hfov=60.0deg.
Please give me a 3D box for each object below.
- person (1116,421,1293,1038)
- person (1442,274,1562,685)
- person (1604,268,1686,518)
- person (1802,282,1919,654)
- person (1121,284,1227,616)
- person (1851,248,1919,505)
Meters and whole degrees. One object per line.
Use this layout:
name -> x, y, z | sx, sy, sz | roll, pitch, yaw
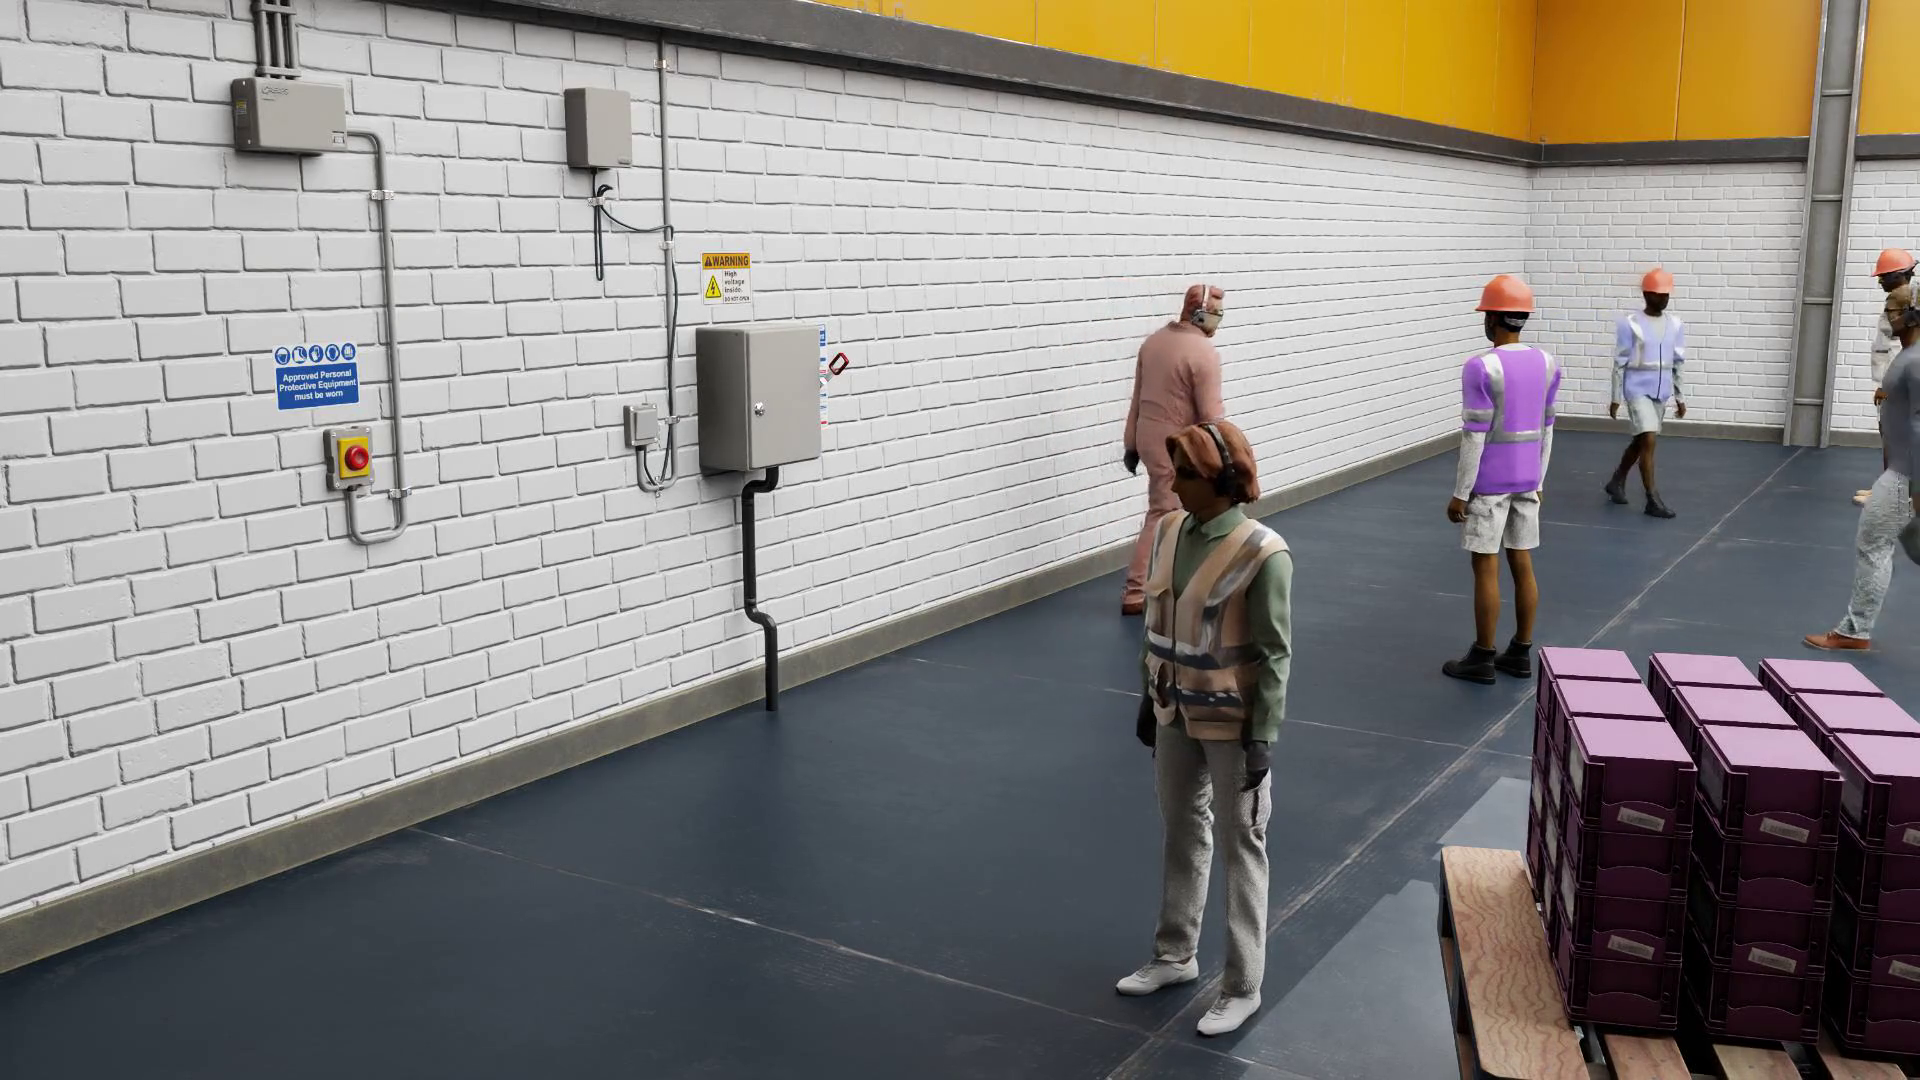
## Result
person -> 0.664, 0.494, 4.449 | 0.312, 1.638, 0.512 | -7, 12, -34
person -> 2.555, -0.281, 7.905 | 0.542, 1.939, 0.361 | -5, 11, -24
person -> 5.324, -1.162, 12.933 | 0.557, 1.898, 0.971 | -2, 10, -12
person -> 4.851, -0.331, 8.308 | 0.924, 1.910, 0.639 | 5, 11, 26
person -> 1.240, -0.495, 9.327 | 0.760, 1.857, 0.646 | -4, 11, -23
person -> 7.348, -1.277, 13.167 | 0.386, 2.034, 0.604 | 7, 12, 34
